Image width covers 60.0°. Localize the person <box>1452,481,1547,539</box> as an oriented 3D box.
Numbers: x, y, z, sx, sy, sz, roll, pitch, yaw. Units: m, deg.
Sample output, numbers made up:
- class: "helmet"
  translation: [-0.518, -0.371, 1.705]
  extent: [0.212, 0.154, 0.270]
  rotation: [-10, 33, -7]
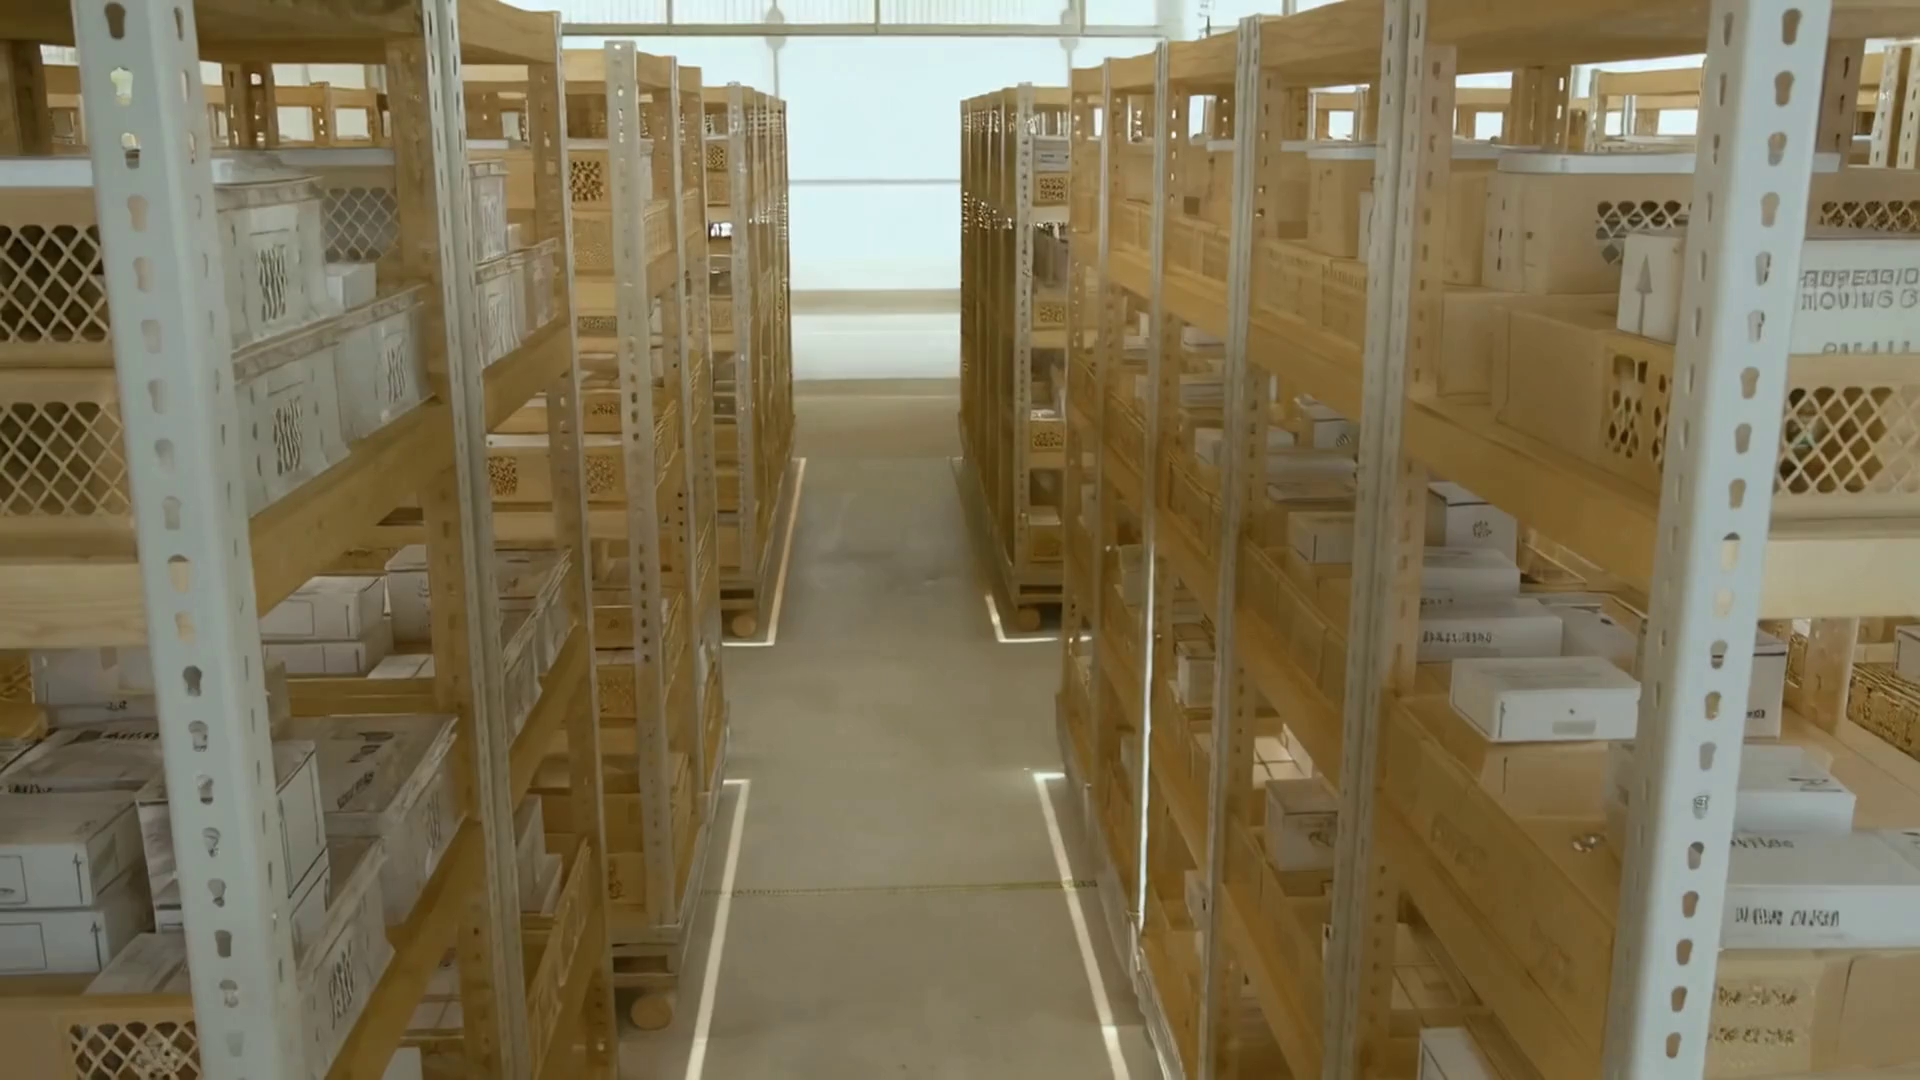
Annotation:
- class: "person"
  translation: [3.517, -0.223, 10.602]
  extent: [0.840, 1.962, 0.638]
  rotation: [-6, 15, -22]
